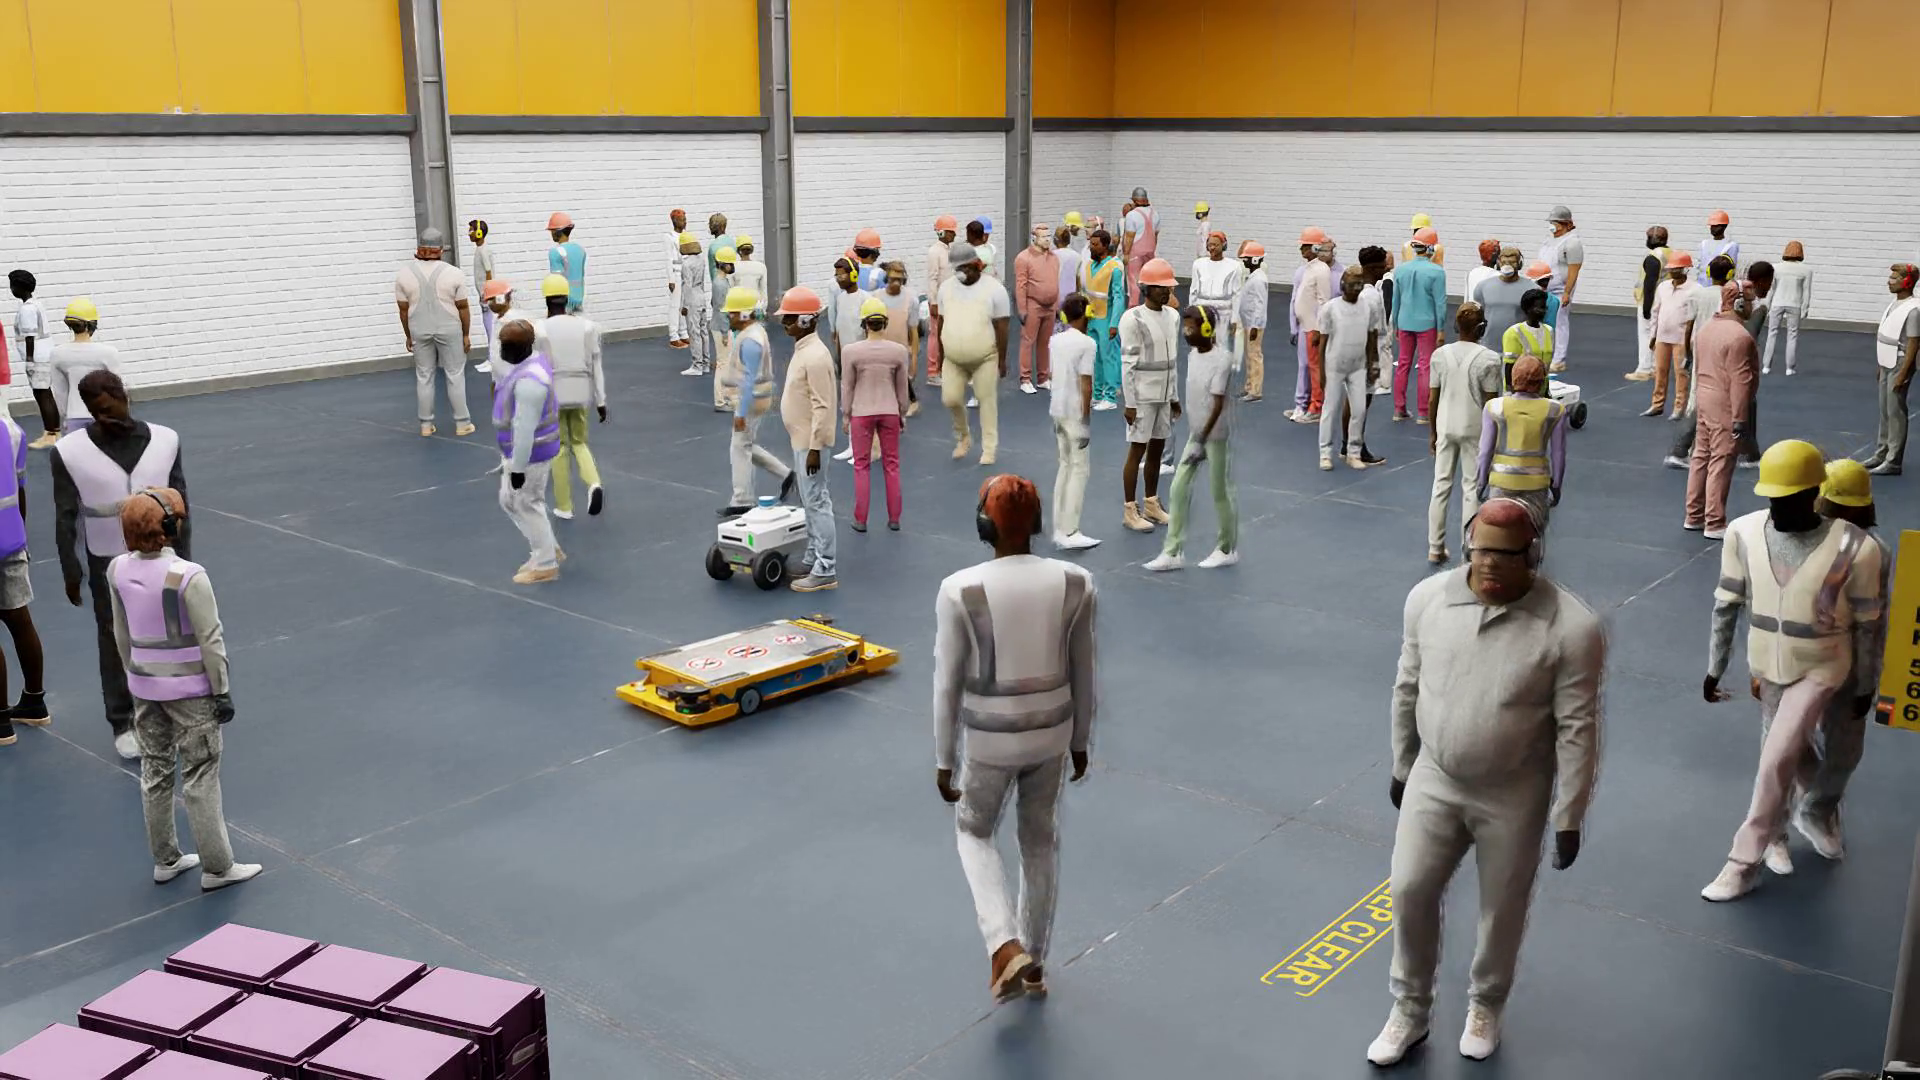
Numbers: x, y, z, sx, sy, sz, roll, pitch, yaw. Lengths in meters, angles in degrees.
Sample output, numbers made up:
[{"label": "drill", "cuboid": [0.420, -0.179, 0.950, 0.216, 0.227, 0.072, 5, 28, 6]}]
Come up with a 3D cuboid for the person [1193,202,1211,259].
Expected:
[{"label": "person", "cuboid": [4.004, -4.704, 27.550, 0.339, 1.761, 0.524, 1, 14, 4]}]

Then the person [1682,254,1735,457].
[{"label": "person", "cuboid": [6.865, -1.666, 15.178, 0.509, 1.872, 0.329, 11, 18, 38]}]

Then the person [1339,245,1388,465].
[{"label": "person", "cuboid": [3.646, -1.666, 14.979, 0.366, 1.967, 0.603, -1, 14, -5]}]

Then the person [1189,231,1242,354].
[{"label": "person", "cuboid": [2.779, -2.435, 18.226, 0.574, 1.882, 0.356, 6, 15, 23]}]

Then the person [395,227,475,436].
[{"label": "person", "cuboid": [-5.128, -2.044, 16.340, 0.684, 2.000, 0.538, -1, 14, -3]}]

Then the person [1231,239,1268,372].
[{"label": "person", "cuboid": [3.548, -2.898, 20.579, 0.500, 1.633, 0.285, -2, 14, -9]}]

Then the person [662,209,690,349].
[{"label": "person", "cuboid": [-3.835, -3.577, 22.791, 0.356, 1.883, 0.573, 5, 15, 20]}]

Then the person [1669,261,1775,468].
[{"label": "person", "cuboid": [6.806, -1.533, 14.718, 0.987, 1.854, 0.616, -2, 14, -9]}]

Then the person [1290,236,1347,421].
[{"label": "person", "cuboid": [3.695, -2.150, 17.043, 0.652, 1.904, 0.402, 5, 15, 18]}]

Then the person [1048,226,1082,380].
[{"label": "person", "cuboid": [1.219, -2.830, 19.905, 0.518, 1.837, 0.346, -8, 16, -30]}]

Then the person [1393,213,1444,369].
[{"label": "person", "cuboid": [5.743, -3.118, 20.864, 0.369, 1.925, 0.594, -14, 19, -43]}]

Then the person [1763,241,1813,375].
[{"label": "person", "cuboid": [10.109, -2.832, 20.332, 0.501, 1.626, 0.278, 9, 17, 33]}]

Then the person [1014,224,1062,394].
[{"label": "person", "cuboid": [0.919, -2.638, 18.984, 0.640, 1.910, 0.407, -12, 18, -39]}]

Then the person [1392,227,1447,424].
[{"label": "person", "cuboid": [4.696, -2.186, 17.001, 0.375, 1.995, 0.609, -13, 19, -41]}]

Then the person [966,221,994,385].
[{"label": "person", "cuboid": [0.241, -2.770, 19.503, 0.393, 1.913, 0.590, 2, 14, 7]}]

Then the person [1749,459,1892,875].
[{"label": "person", "cuboid": [3.475, 0.512, 6.760, 0.500, 1.732, 0.382, 2, 14, 8]}]

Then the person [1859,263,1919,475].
[{"label": "person", "cuboid": [8.166, -1.482, 14.488, 0.388, 1.847, 0.563, 3, 14, 12]}]

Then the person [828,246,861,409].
[{"label": "person", "cuboid": [-1.126, -2.270, 17.827, 0.572, 1.750, 0.330, 4, 14, 14]}]

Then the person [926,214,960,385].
[{"label": "person", "cuboid": [-0.189, -2.816, 19.548, 0.403, 1.988, 0.618, 6, 15, 22]}]

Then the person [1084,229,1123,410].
[{"label": "person", "cuboid": [1.525, -2.352, 17.845, 0.373, 1.905, 0.596, -8, 16, -28]}]

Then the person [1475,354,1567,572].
[{"label": "person", "cuboid": [3.462, -0.328, 10.299, 0.525, 1.639, 0.307, 4, 14, 14]}]

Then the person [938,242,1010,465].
[{"label": "person", "cuboid": [0.103, -1.677, 14.876, 0.703, 2.000, 0.538, 5, 15, 19]}]

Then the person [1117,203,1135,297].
[{"label": "person", "cuboid": [2.985, -5.156, 29.580, 0.309, 1.645, 0.515, -11, 18, -38]}]

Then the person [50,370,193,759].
[{"label": "person", "cuboid": [-4.028, 0.099, 8.103, 0.587, 1.885, 0.627, 13, 19, 42]}]

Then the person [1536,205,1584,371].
[{"label": "person", "cuboid": [7.364, -3.128, 20.673, 0.537, 2.000, 0.682, -3, 14, -12]}]

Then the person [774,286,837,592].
[{"label": "person", "cuboid": [-1.003, -0.659, 10.899, 0.393, 1.992, 0.622, -3, 14, -13]}]

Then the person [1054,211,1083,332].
[{"label": "person", "cuboid": [1.528, -3.781, 23.761, 0.437, 1.805, 0.633, 2, 14, 7]}]

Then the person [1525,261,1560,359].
[{"label": "person", "cuboid": [5.481, -1.782, 15.879, 0.320, 1.749, 0.561, 11, 18, 37]}]

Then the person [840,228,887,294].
[{"label": "person", "cuboid": [-0.870, -1.962, 16.002, 0.605, 2.048, 0.374, 11, 18, 36]}]

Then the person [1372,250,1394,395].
[{"label": "person", "cuboid": [4.784, -2.460, 18.823, 0.314, 1.636, 0.516, 2, 14, 7]}]

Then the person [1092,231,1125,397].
[{"label": "person", "cuboid": [1.675, -2.543, 18.730, 0.335, 1.845, 0.513, -3, 14, -11]}]

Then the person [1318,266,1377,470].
[{"label": "person", "cuboid": [3.396, -1.497, 14.624, 0.537, 1.823, 0.421, -3, 14, -11]}]

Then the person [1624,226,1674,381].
[{"label": "person", "cuboid": [8.273, -2.827, 19.897, 0.428, 1.836, 0.639, 13, 19, 41]}]

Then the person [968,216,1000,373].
[{"label": "person", "cuboid": [0.244, -2.965, 20.252, 0.619, 1.933, 0.420, -13, 19, -41]}]

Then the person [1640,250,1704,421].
[{"label": "person", "cuboid": [7.369, -2.109, 17.181, 0.336, 1.749, 0.575, -9, 17, -31]}]
